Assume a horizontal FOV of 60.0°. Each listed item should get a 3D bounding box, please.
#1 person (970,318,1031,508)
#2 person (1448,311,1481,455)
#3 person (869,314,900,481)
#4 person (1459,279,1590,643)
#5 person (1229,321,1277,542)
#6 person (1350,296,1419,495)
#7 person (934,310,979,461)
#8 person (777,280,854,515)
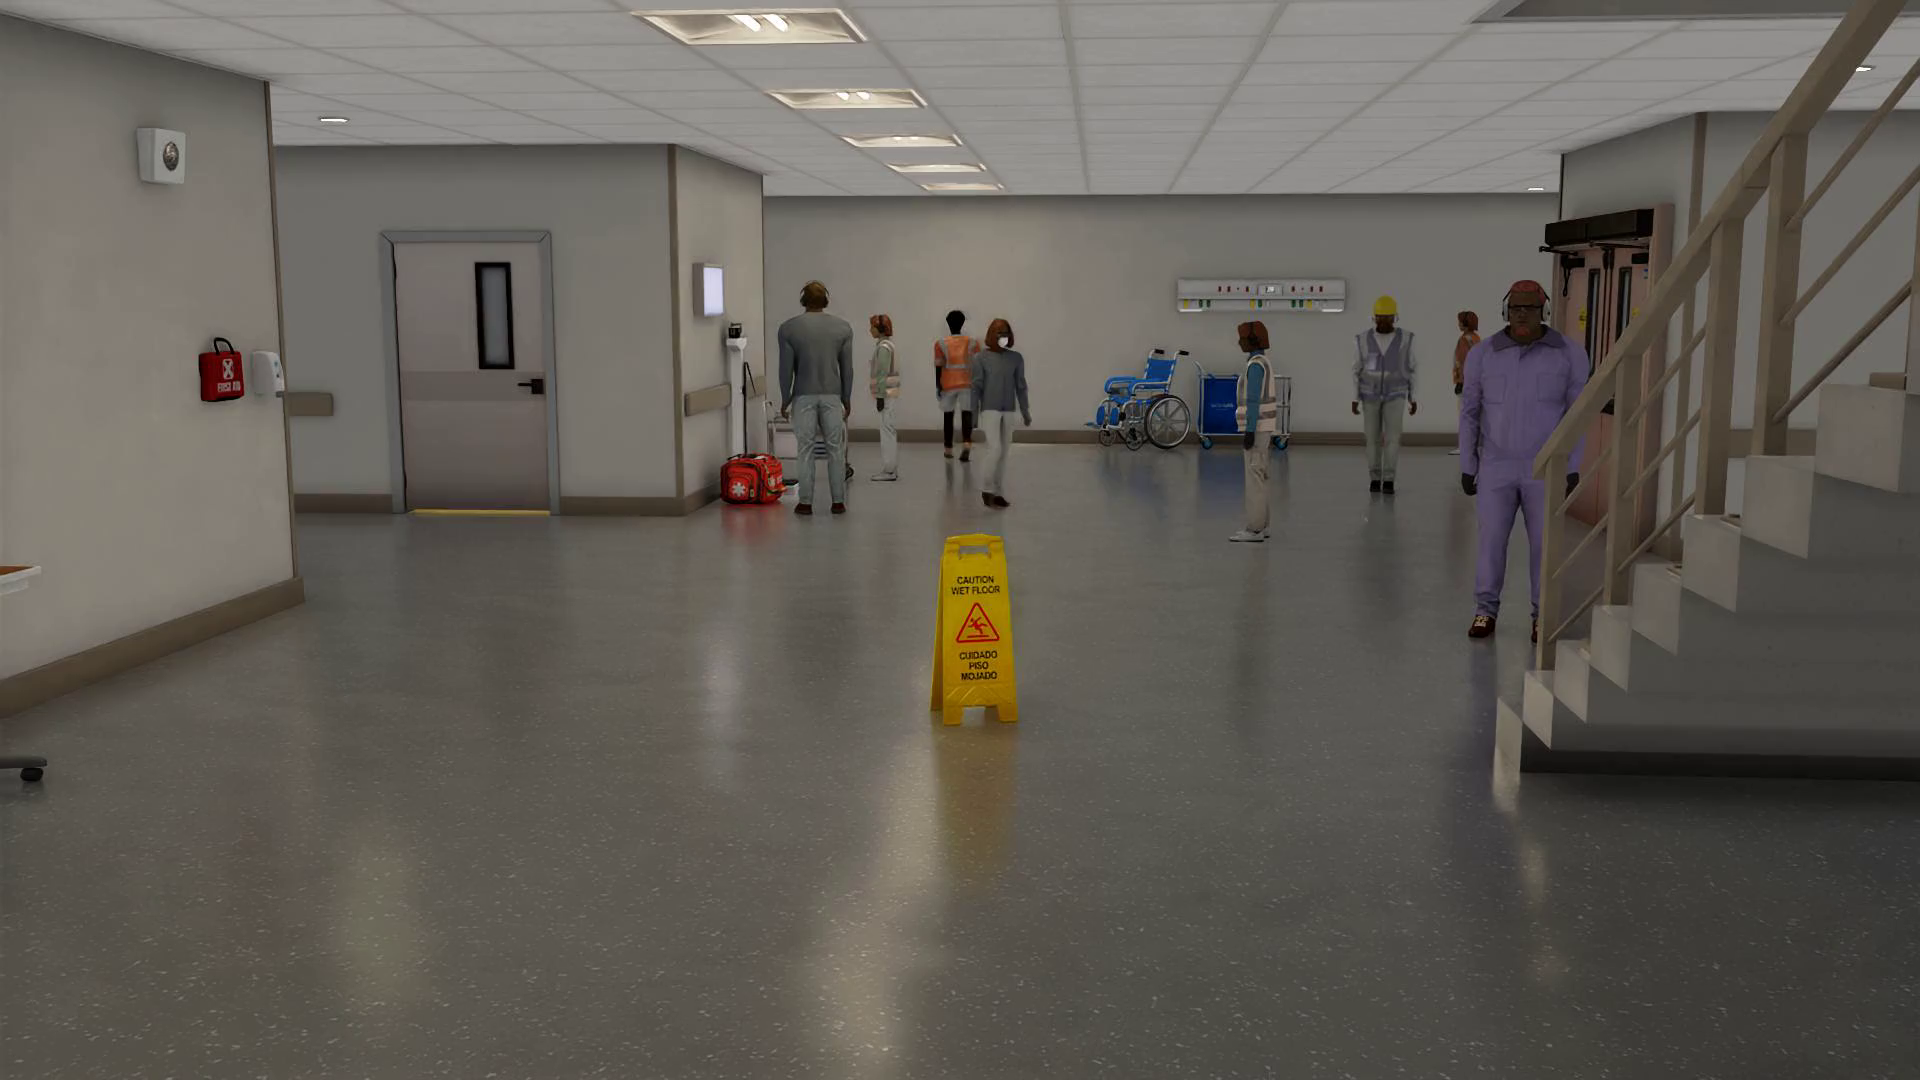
[{"bbox_3d":[0.357,-1.069,14.174,0.503,1.619,0.451,-5,10,-33],"label":"person"},{"bbox_3d":[5.761,-1.780,18.923,0.307,1.639,0.525,6,10,33],"label":"person"},{"bbox_3d":[-0.742,-1.396,16.345,0.313,1.632,0.518,0,8,1],"label":"person"},{"bbox_3d":[2.938,-0.406,8.730,0.635,1.900,0.398,3,9,22],"label":"person"},{"bbox_3d":[2.182,-0.801,12.300,0.316,1.631,0.519,2,9,14],"label":"person"},{"bbox_3d":[3.836,-1.304,15.109,0.599,1.803,0.775,3,9,19],"label":"person"},{"bbox_3d":[-0.027,-1.702,18.310,0.519,1.660,0.794,0,8,-3],"label":"person"},{"bbox_3d":[-1.192,-1.170,13.763,0.629,1.940,0.377,-2,9,-13],"label":"person"}]
